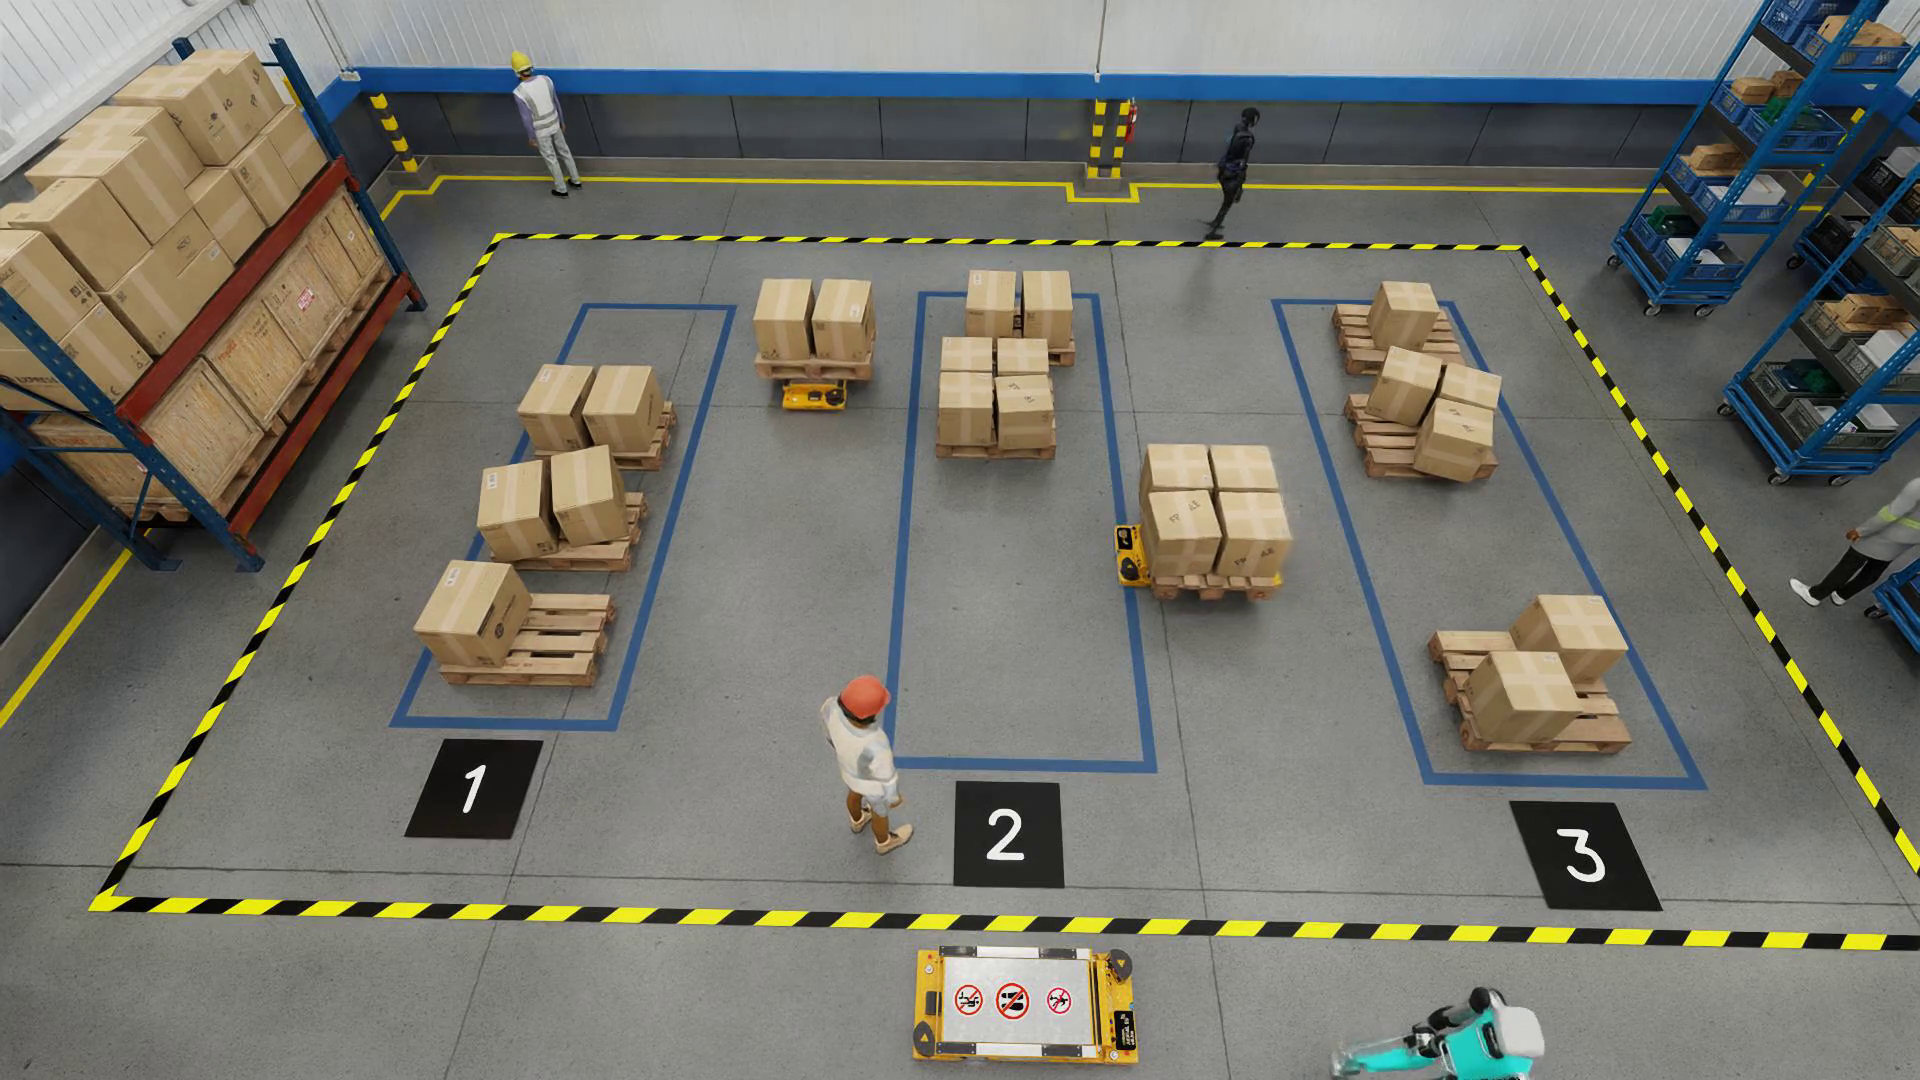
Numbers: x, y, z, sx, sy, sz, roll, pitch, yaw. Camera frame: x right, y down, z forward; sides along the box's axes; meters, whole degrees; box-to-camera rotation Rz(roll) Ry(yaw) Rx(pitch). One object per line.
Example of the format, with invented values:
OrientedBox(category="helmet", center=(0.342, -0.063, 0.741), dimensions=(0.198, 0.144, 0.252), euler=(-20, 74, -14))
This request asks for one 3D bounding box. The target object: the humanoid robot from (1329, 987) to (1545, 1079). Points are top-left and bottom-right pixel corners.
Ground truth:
OrientedBox(category="humanoid robot", center=(2.473, 2.974, 5.133), dimensions=(0.812, 1.797, 0.565), euler=(0, 51, 0))

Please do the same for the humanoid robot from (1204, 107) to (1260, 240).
OrientedBox(category="humanoid robot", center=(3.327, -4.461, 11.210), dimensions=(0.410, 1.645, 0.612), euler=(-6, 51, -5))

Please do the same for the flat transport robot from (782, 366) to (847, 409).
OrientedBox(category="flat transport robot", center=(-1.537, -1.992, 10.092), dimensions=(0.652, 0.197, 1.431), euler=(1, 51, 1))

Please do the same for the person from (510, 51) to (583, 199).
OrientedBox(category="person", center=(-5.363, -5.328, 11.821), dimensions=(0.404, 1.827, 0.598), euler=(25, 55, 19))

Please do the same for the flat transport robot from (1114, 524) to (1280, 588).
OrientedBox(category="flat transport robot", center=(2.158, 0.114, 8.375), dimensions=(1.431, 0.197, 0.652), euler=(1, 51, 1))

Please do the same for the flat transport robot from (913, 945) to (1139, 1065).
OrientedBox(category="flat transport robot", center=(0.422, 3.041, 6.007), dimensions=(1.431, 0.231, 0.659), euler=(1, 51, 1))

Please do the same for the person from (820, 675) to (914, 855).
OrientedBox(category="person", center=(-0.600, 1.511, 6.119), dimensions=(0.608, 2.030, 0.406), euler=(38, 60, 26))

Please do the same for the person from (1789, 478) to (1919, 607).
OrientedBox(category="person", center=(7.687, -0.101, 7.551), dimensions=(0.588, 1.847, 0.407), euler=(2, 51, 2))
